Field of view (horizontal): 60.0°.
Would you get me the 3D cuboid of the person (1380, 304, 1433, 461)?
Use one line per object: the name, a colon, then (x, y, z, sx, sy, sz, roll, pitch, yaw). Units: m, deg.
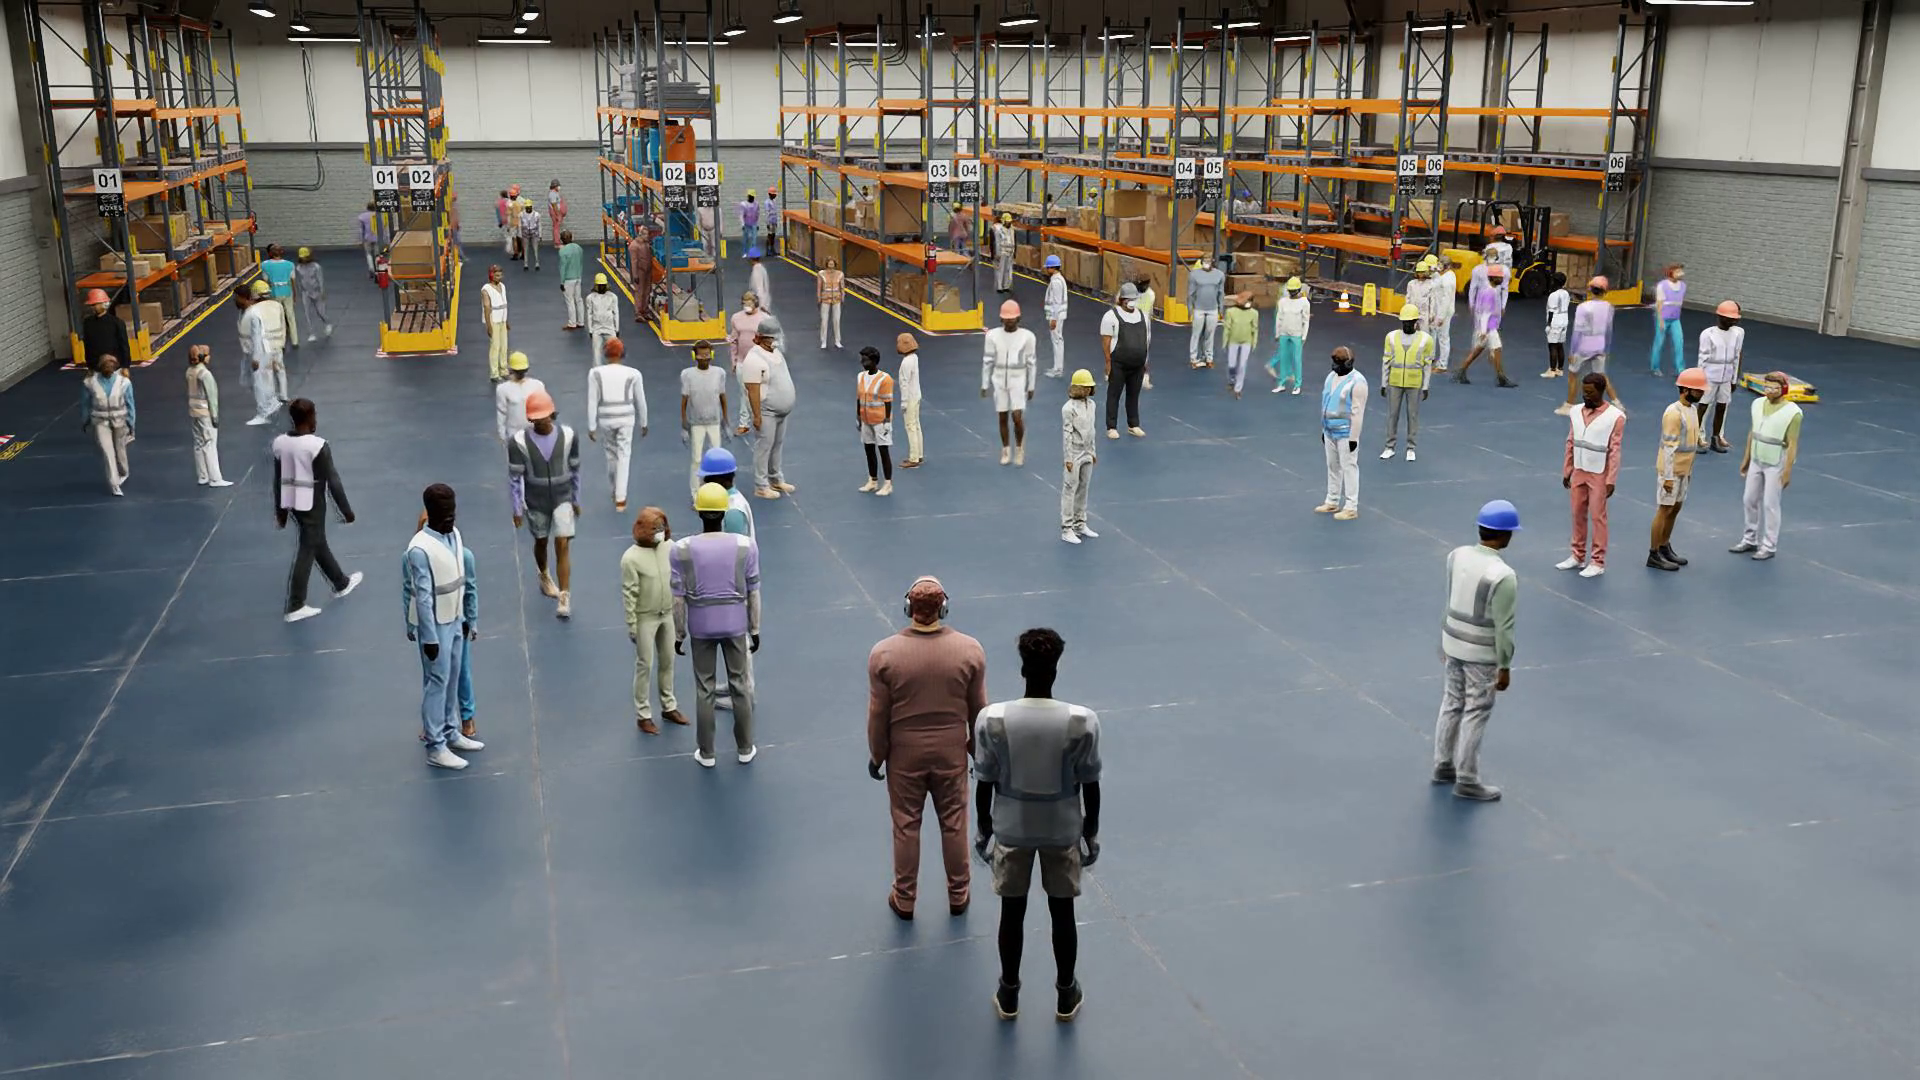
person: (5.470, -1.934, 20.429, 0.594, 1.926, 0.366, 7, 16, 24)

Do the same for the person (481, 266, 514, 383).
person: (-7.275, -3.386, 26.088, 0.410, 1.830, 0.573, 4, 15, 14)

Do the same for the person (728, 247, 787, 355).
person: (-3.471, -4.078, 28.574, 1.019, 1.897, 0.600, 2, 15, 6)

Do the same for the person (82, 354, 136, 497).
person: (-9.621, -1.327, 18.812, 0.551, 1.581, 0.827, -8, 17, -27)

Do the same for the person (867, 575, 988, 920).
person: (-0.179, 1.120, 8.979, 0.653, 1.906, 0.405, -2, 15, -8)

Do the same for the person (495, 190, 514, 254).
person: (-12.886, -9.083, 47.525, 0.681, 1.826, 0.506, 4, 15, 16)

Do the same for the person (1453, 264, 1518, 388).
person: (8.142, -3.311, 25.687, 0.968, 1.904, 0.549, 5, 16, 17)

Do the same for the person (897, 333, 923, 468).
person: (-0.615, -1.686, 20.086, 0.287, 1.626, 0.497, 3, 15, 10)

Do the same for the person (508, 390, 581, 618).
person: (-3.582, -0.351, 14.413, 0.618, 1.972, 1.131, -5, 16, -18)

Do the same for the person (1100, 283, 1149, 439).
person: (2.207, -2.349, 21.778, 0.683, 2.000, 0.538, -7, 16, -25)

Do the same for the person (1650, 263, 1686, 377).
person: (11.324, -3.458, 26.376, 0.584, 1.815, 0.821, -5, 16, -17)

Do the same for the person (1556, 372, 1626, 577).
person: (5.895, -0.622, 15.541, 0.407, 1.908, 0.597, -8, 17, -29)

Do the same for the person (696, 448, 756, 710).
person: (-1.683, 0.275, 12.111, 0.418, 1.937, 0.618, -4, 15, -14)

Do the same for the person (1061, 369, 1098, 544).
person: (1.215, -0.848, 16.698, 0.295, 1.744, 0.487, 12, 19, 37)

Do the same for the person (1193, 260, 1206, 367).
person: (3.997, -3.756, 27.598, 0.331, 1.768, 0.527, 3, 15, 11)

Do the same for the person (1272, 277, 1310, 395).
person: (4.990, -3.080, 25.055, 0.524, 1.768, 0.312, 10, 18, 33)

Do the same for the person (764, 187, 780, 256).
person: (-5.294, -8.987, 46.970, 0.385, 1.929, 0.546, 5, 16, 19)

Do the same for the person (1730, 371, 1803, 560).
person: (7.831, -0.728, 16.072, 0.408, 1.832, 0.579, -5, 16, -18)

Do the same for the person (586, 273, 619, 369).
person: (-5.541, -3.281, 25.872, 0.486, 1.736, 0.320, -4, 15, -13)

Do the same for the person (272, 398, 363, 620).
person: (-5.561, -0.306, 14.418, 0.599, 1.870, 1.000, 8, 17, 28)

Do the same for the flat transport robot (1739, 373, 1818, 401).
flat transport robot: (12.322, -2.318, 25.051, 0.652, 0.197, 1.431, 2, 15, 6)

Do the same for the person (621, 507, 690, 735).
person: (-2.138, 0.554, 11.655, 0.291, 1.625, 0.507, 11, 19, 36)

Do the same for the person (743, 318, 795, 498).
person: (-2.101, -1.484, 18.522, 0.535, 2.000, 0.687, 5, 16, 18)

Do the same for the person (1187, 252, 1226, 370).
person: (4.031, -3.760, 27.288, 0.629, 1.935, 0.371, -1, 15, -5)

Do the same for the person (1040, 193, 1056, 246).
person: (2.378, -8.601, 45.682, 0.563, 1.836, 0.829, -4, 15, -16)

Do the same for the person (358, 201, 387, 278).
person: (-14.404, -7.368, 40.894, 0.649, 1.917, 0.534, -4, 15, -14)

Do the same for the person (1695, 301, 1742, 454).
person: (9.484, -2.025, 20.789, 0.548, 1.924, 0.389, -2, 15, -8)

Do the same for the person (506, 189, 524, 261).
person: (-12.218, -8.655, 45.702, 0.361, 1.939, 0.542, 14, 20, 42)

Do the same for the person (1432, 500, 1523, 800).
person: (3.301, 0.692, 10.546, 0.429, 1.938, 0.610, -5, 16, -19)

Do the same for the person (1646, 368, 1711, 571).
person: (6.779, -0.666, 15.670, 0.540, 1.930, 0.384, -14, 20, -42)

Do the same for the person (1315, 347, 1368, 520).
person: (4.035, -1.136, 17.620, 0.430, 1.835, 0.622, -6, 16, -22)

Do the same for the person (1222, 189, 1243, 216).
person: (7.524, -8.775, 46.148, 0.602, 1.940, 0.402, 8, 17, 29)

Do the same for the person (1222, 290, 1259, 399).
person: (4.156, -2.906, 24.679, 0.530, 1.611, 0.368, 1, 15, 5)

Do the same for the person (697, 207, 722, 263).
person: (-6.606, -8.099, 43.718, 0.680, 1.872, 0.864, 0, 15, 1)

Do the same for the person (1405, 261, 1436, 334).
person: (7.614, -3.741, 27.587, 0.484, 1.744, 0.295, 7, 17, 26)

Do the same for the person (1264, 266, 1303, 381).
person: (5.132, -3.387, 26.091, 0.474, 1.831, 0.522, 6, 16, 22)

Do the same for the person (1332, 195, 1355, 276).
person: (9.592, -7.670, 41.828, 0.644, 2.022, 0.546, -6, 16, -22)

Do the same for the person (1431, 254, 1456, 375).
person: (7.788, -3.638, 26.828, 0.373, 1.937, 0.629, 4, 15, 16)

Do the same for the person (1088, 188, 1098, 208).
person: (4.008, -9.777, 50.322, 0.343, 1.734, 0.483, 4, 15, 13)

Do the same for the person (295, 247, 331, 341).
person: (-11.959, -4.569, 30.750, 0.525, 1.712, 0.690, 0, 15, -2)
